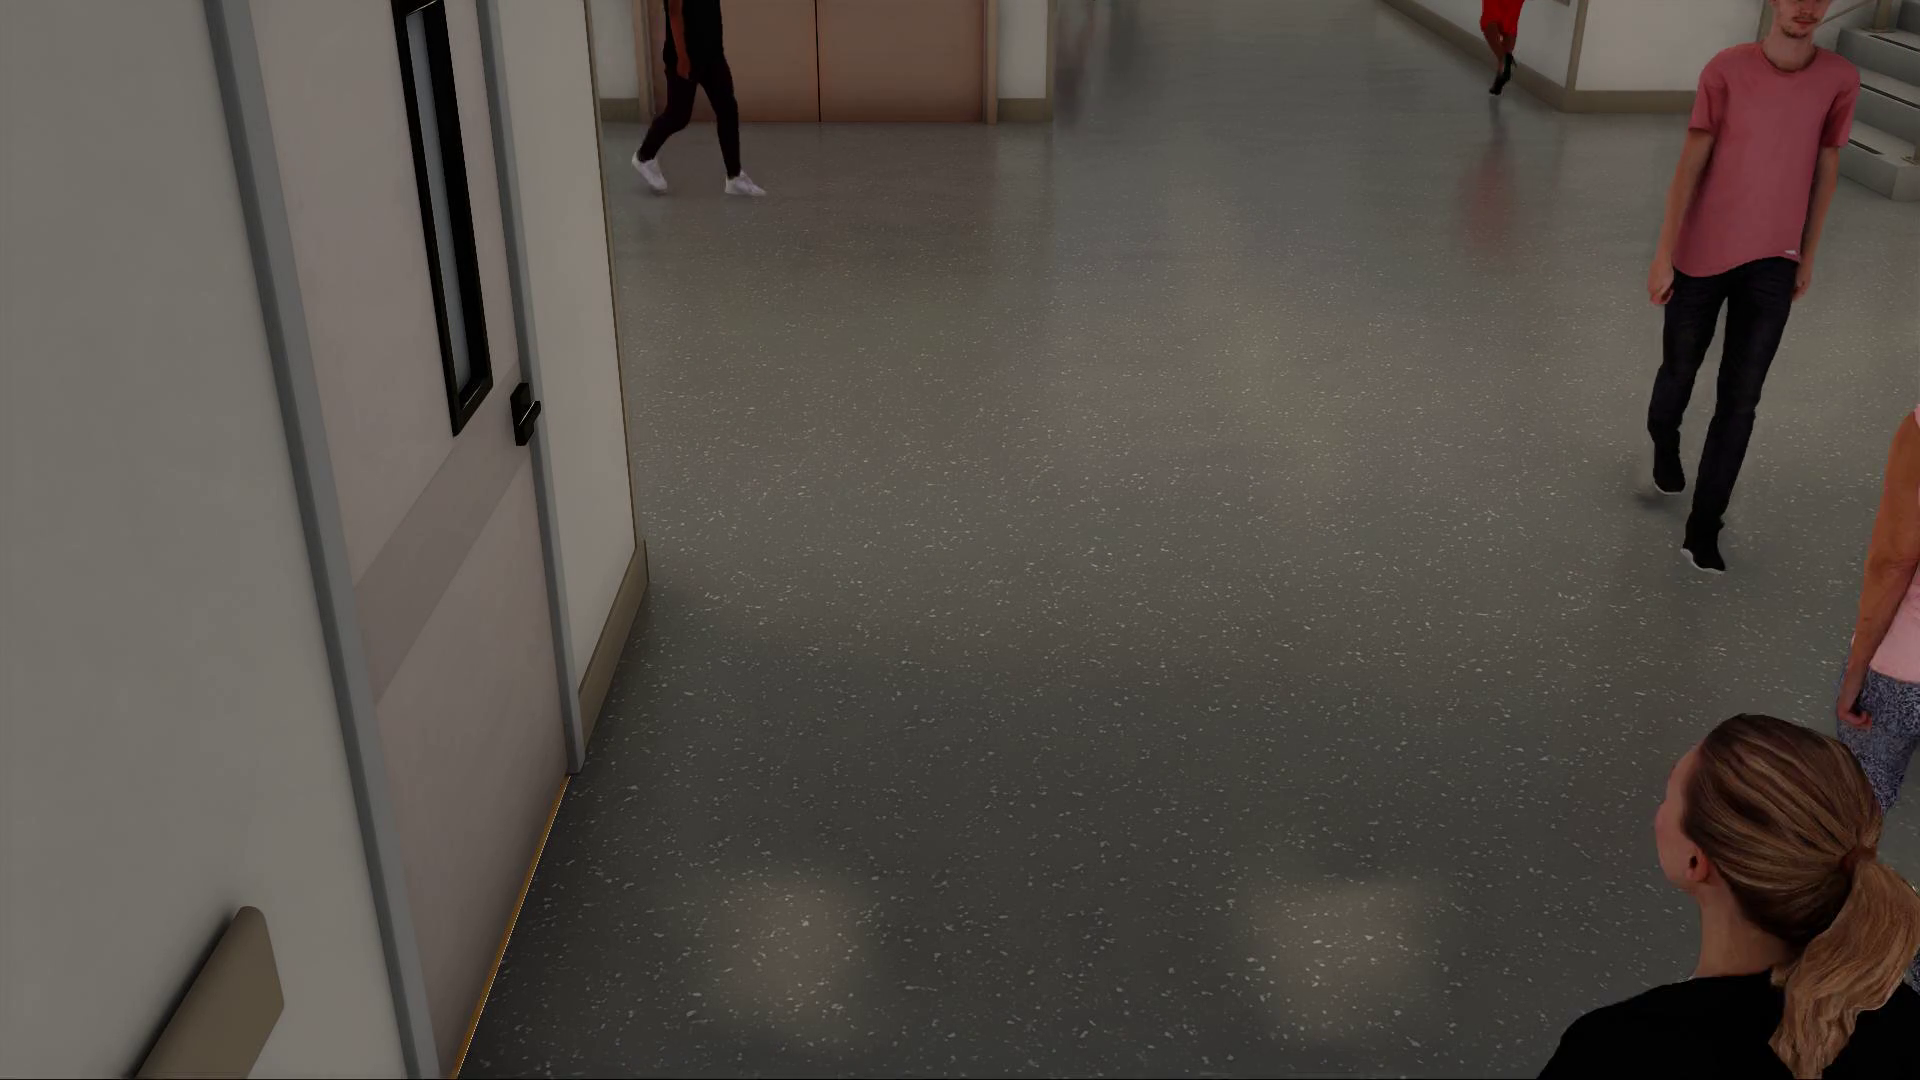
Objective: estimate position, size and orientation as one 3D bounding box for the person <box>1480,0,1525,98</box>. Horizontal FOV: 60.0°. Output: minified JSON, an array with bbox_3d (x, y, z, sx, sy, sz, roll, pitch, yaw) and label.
[{"bbox_3d":[4.082,-4.133,12.296,0.730,1.731,0.647,0,26,-1],"label":"person"}]

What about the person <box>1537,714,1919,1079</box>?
[{"bbox_3d":[0.757,0.983,1.727,0.734,1.696,0.803,-10,27,-20],"label":"person"}]

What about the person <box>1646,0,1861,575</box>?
[{"bbox_3d":[2.516,-0.919,5.429,1.281,1.906,0.991,6,26,12],"label":"person"}]

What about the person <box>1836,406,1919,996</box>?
[{"bbox_3d":[1.870,0.307,3.120,1.060,1.703,0.907,11,28,21],"label":"person"}]

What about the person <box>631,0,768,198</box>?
[{"bbox_3d":[-1.608,-2.868,9.639,1.192,1.761,0.973,14,29,26],"label":"person"}]
